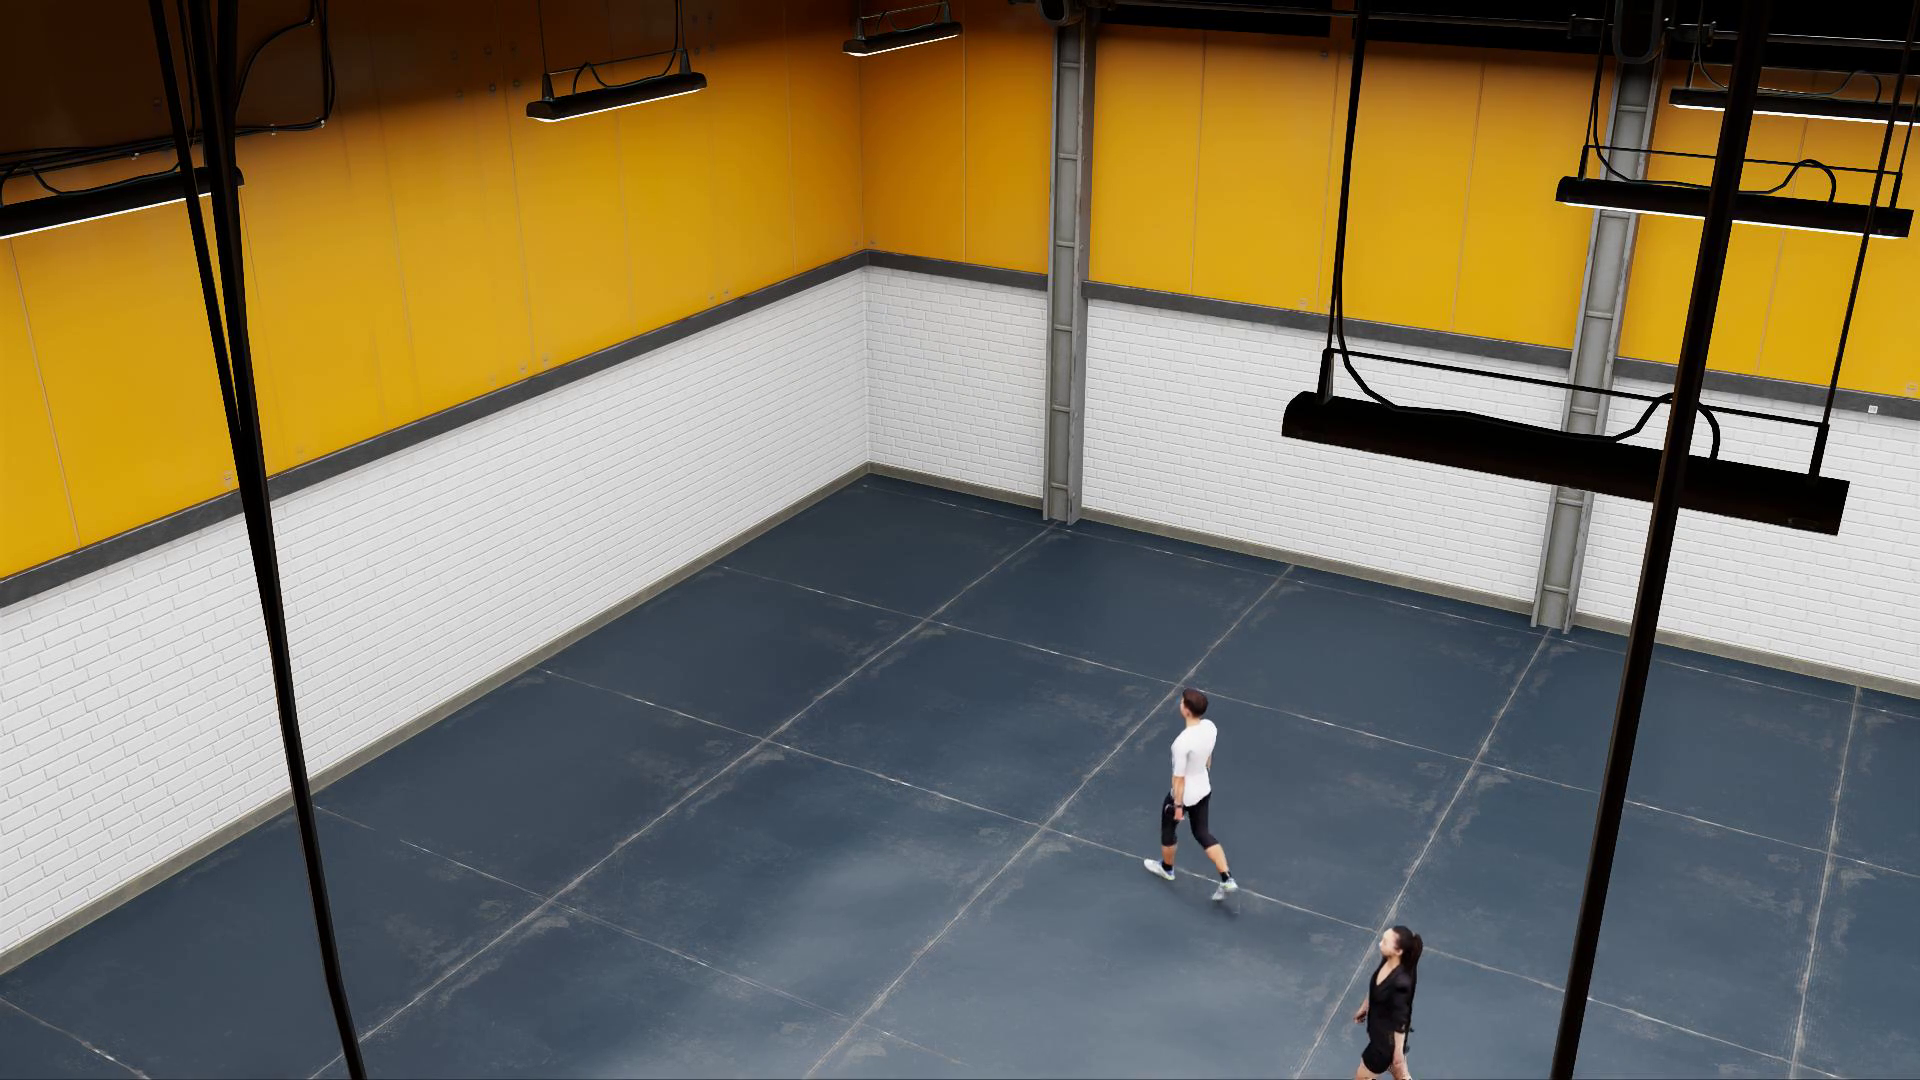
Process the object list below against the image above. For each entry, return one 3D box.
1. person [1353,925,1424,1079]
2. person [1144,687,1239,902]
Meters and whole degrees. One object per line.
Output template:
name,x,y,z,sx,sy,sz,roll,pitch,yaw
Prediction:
person,2.881,3.244,10.826,1.067,1.661,0.840,3,24,8
person,1.917,2.065,13.325,0.913,1.820,1.244,-19,30,-37
